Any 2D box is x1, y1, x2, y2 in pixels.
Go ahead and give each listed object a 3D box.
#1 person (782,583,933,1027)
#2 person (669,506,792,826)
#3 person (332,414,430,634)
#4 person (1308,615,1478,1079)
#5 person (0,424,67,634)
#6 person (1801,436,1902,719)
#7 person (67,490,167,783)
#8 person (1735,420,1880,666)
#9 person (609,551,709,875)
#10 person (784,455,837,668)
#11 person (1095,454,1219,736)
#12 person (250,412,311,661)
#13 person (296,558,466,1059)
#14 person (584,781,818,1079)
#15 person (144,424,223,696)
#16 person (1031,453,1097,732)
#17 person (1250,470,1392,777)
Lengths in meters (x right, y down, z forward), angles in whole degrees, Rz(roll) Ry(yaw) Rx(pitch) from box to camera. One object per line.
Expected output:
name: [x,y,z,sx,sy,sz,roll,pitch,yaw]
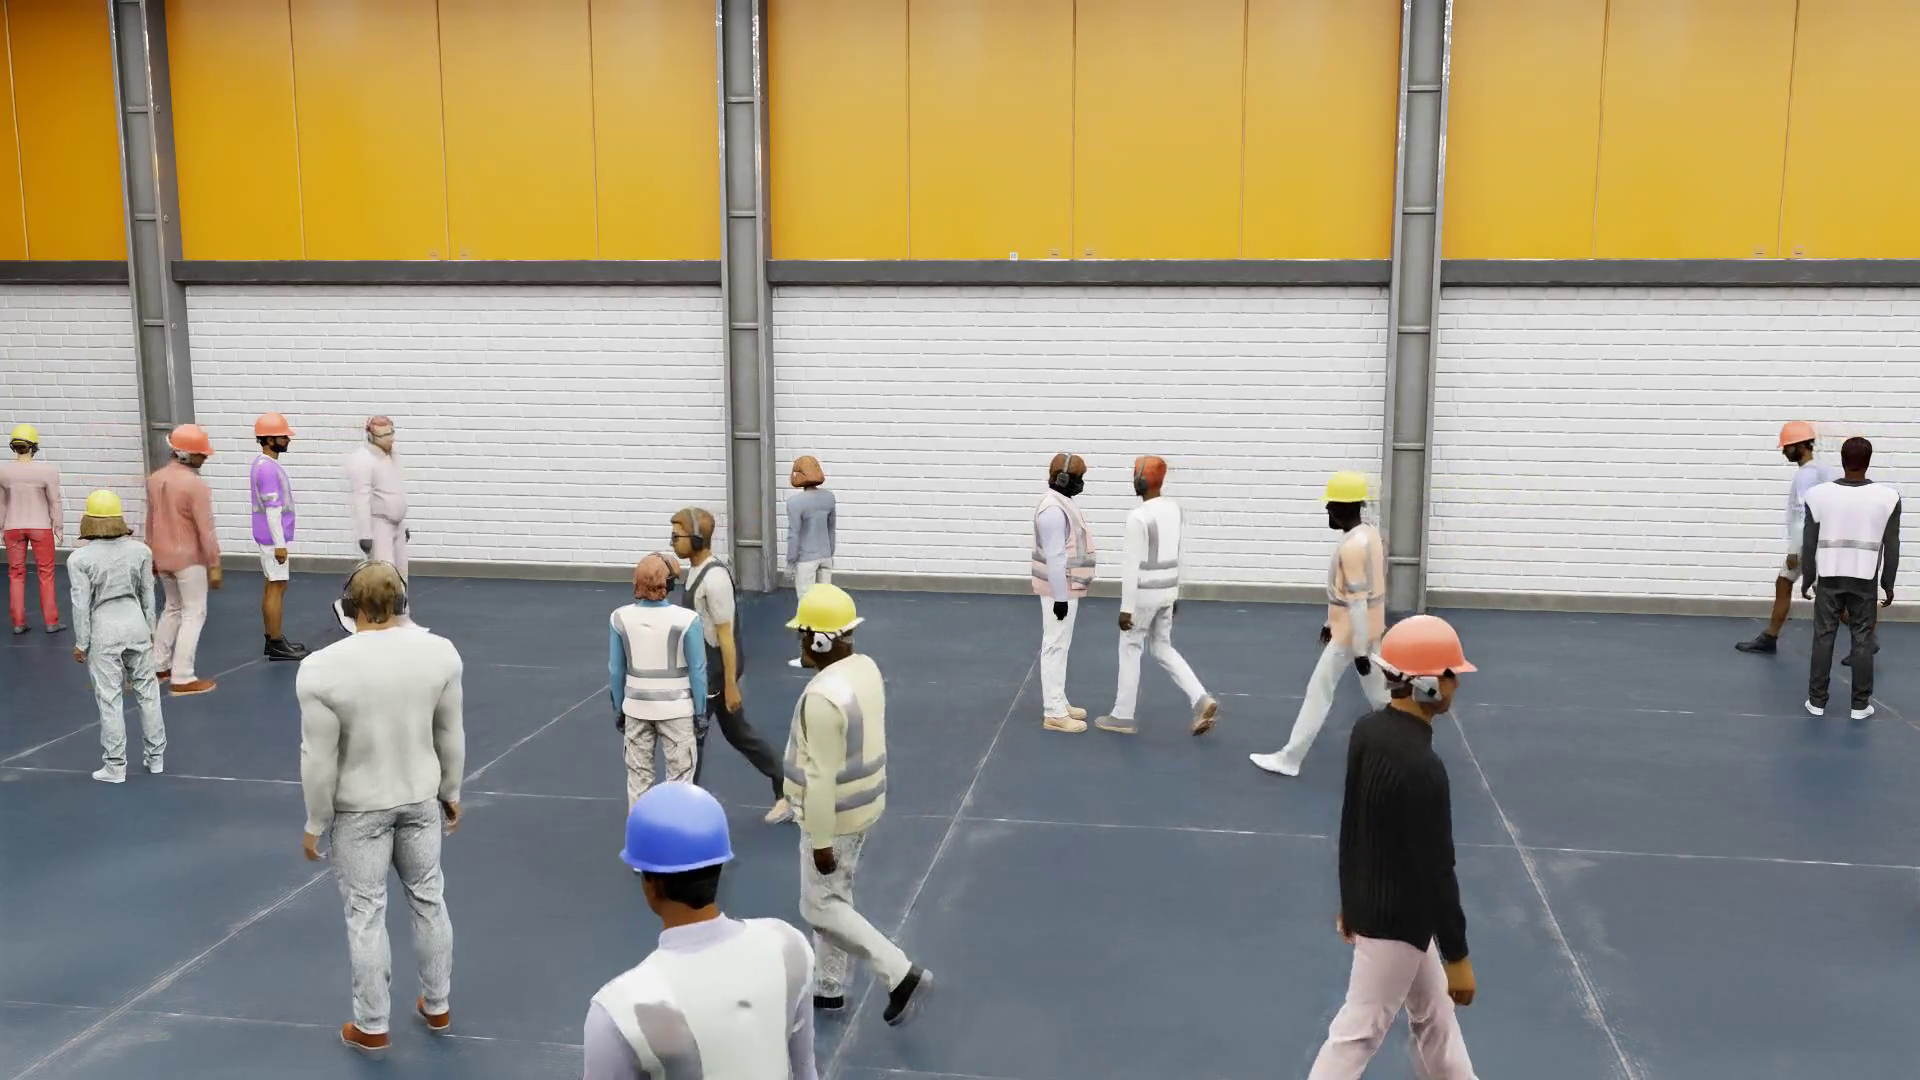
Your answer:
person: [-0.431,1.068,6.607,0.620,1.816,0.602,3,10,17]
person: [-1.253,0.701,8.940,0.924,1.804,0.535,-2,10,-15]
person: [-4.803,-0.110,13.681,0.635,1.877,0.664,1,9,5]
person: [1.506,1.204,5.362,1.001,1.937,0.647,0,9,-1]
person: [-7.767,-0.087,13.909,0.518,1.756,0.345,-2,9,-12]
person: [6.020,0.257,11.283,0.593,1.921,0.387,5,10,28]
person: [-5.034,0.569,9.901,0.312,1.744,0.487,8,12,39]
person: [6.658,0.021,12.890,0.990,1.884,0.578,6,11,31]
person: [-1.503,0.876,8.322,0.515,1.642,0.314,2,10,14]
person: [-1.139,0.164,12.739,0.268,1.630,0.507,8,12,40]
person: [1.268,0.372,10.757,0.803,1.862,0.596,8,12,41]
person: [-5.326,-0.028,12.984,0.360,1.939,0.543,-5,10,-27]
person: [-2.240,1.035,6.467,0.663,1.939,0.373,-7,12,-38]
person: [-0.556,1.487,3.690,0.495,1.931,0.613,7,12,38]
person: [-5.543,0.141,11.890,0.742,1.957,0.417,5,11,29]
person: [0.689,0.337,11.046,0.429,1.840,0.624,1,9,6]
person: [2.287,0.521,9.810,1.009,1.872,0.592,4,10,26]
